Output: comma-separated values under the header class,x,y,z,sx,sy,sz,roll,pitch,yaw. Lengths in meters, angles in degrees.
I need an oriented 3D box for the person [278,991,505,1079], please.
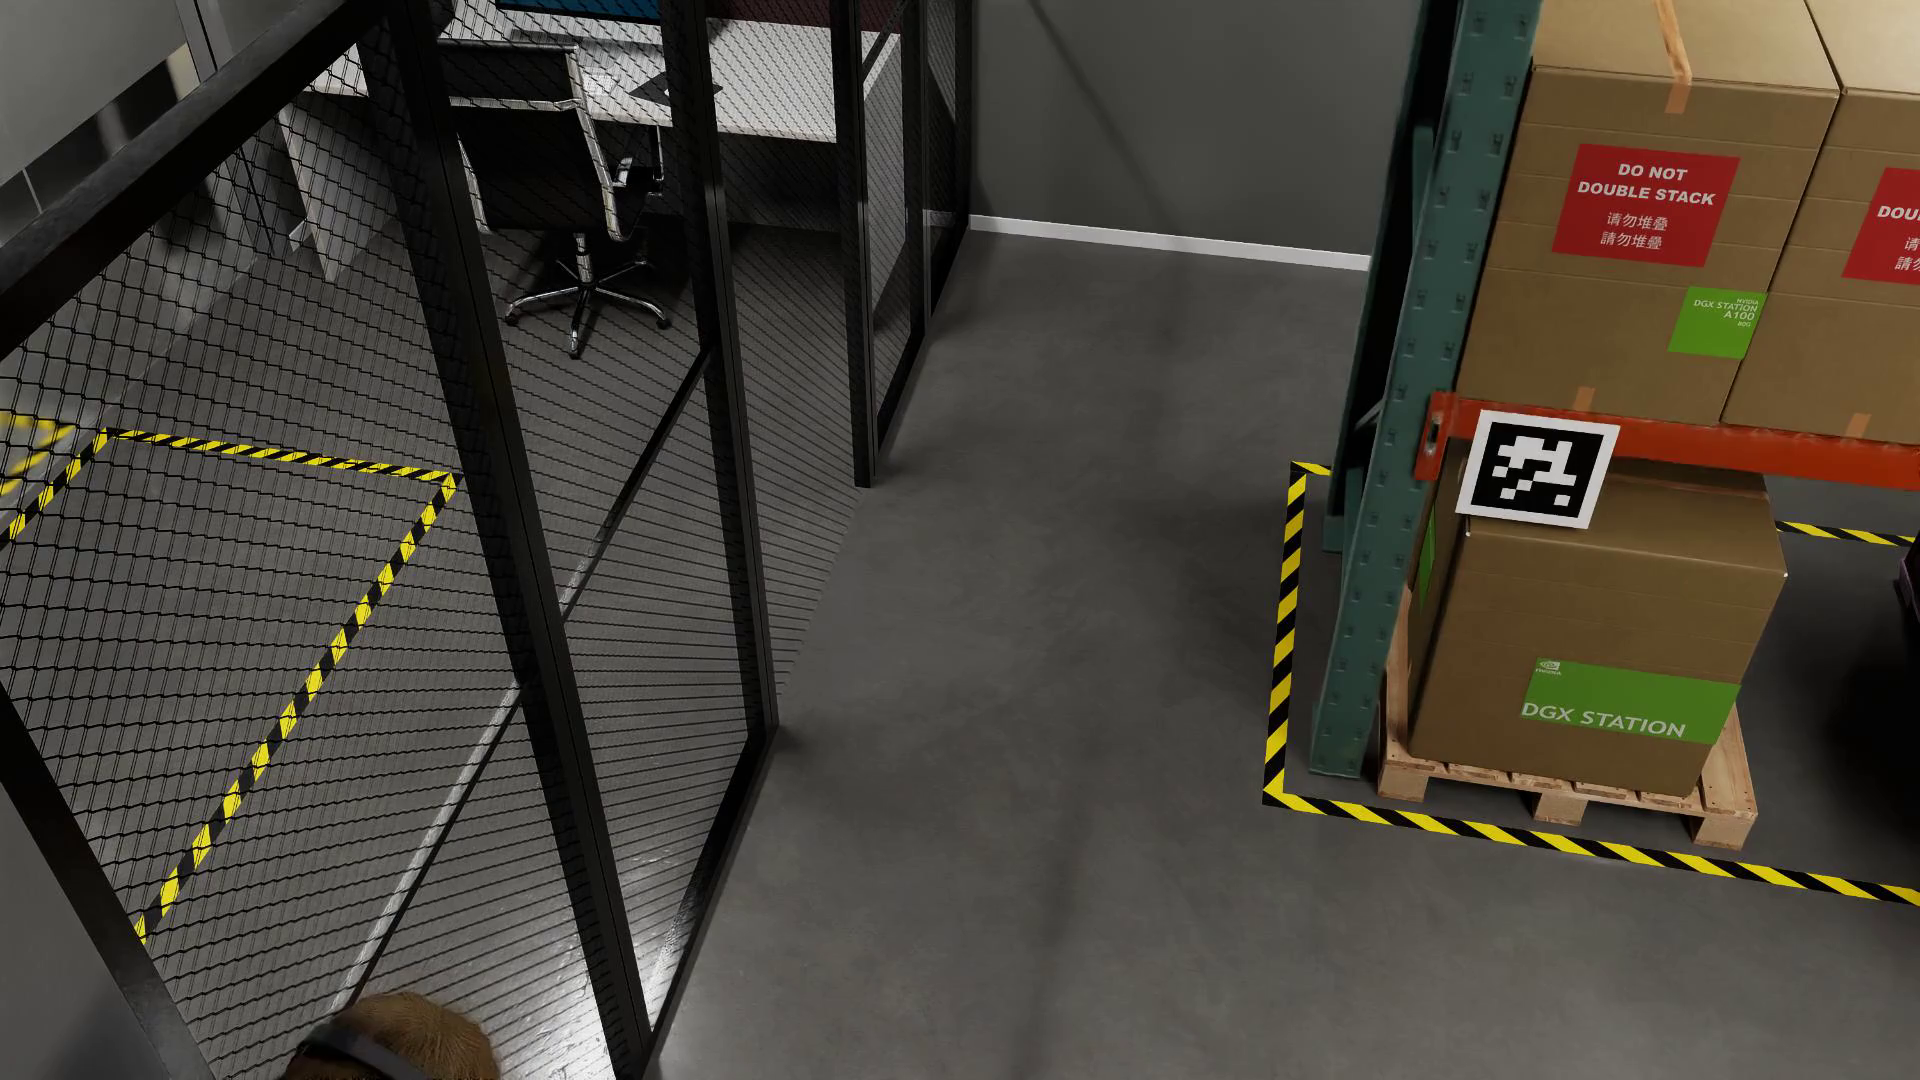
class,x,y,z,sx,sy,sz,roll,pitch,yaw
person,-0.525,1.163,2.159,0.633,1.937,0.360,19,45,21
